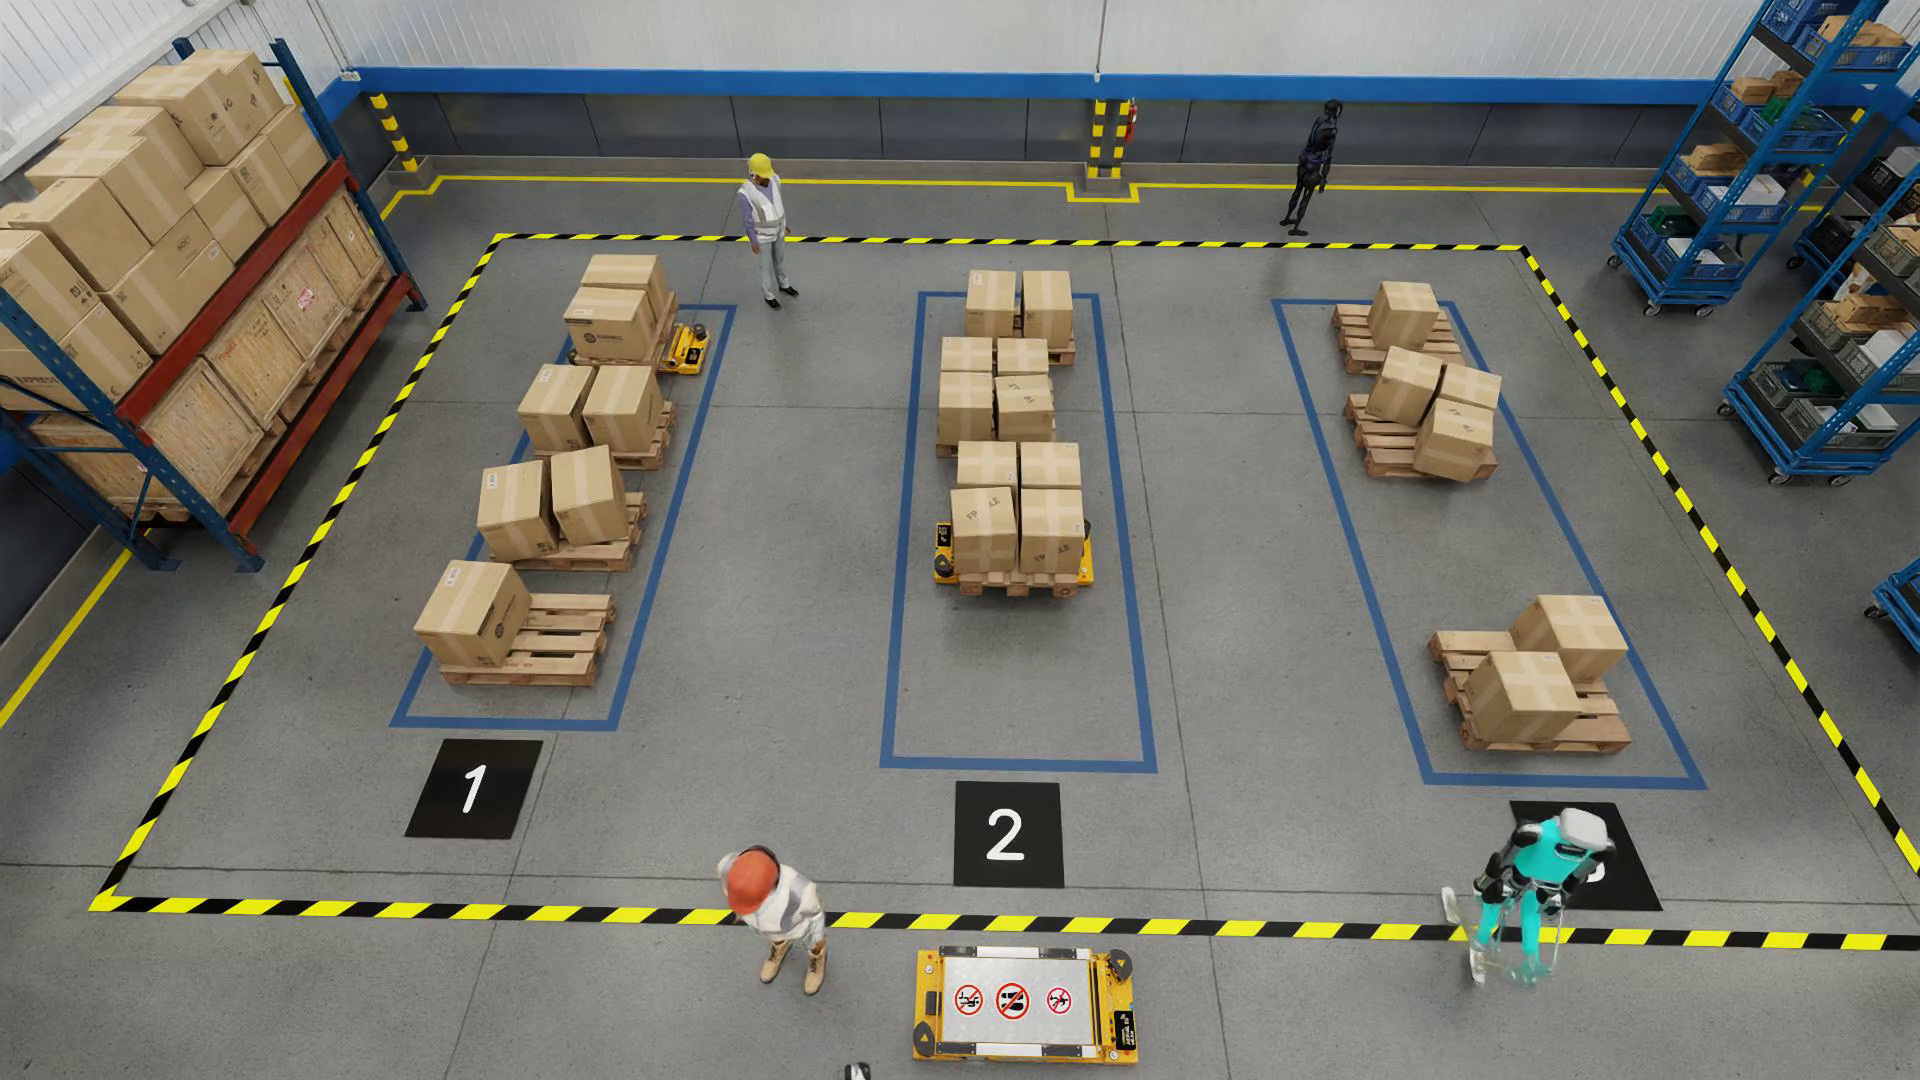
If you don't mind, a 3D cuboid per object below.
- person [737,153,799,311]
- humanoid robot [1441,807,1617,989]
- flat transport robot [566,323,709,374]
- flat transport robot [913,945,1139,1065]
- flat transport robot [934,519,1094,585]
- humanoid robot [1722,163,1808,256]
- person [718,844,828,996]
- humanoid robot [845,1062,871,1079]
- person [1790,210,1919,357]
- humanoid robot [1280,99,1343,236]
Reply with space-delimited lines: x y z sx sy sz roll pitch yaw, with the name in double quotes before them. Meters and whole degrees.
"person" -2.142 -3.474 10.315 0.403 1.823 0.588 30 57 22
"humanoid robot" 3.461 2.324 5.653 0.543 1.773 0.881 9 51 8
"flat transport robot" -3.584 -2.149 10.220 1.431 0.197 0.652 1 51 1
"flat transport robot" 0.422 3.041 6.007 1.431 0.231 0.659 1 51 1
"flat transport robot" 0.490 0.087 8.397 1.431 0.197 0.652 1 51 1
"humanoid robot" 9.839 -4.348 11.157 0.600 1.629 0.770 1 51 1
"person" -1.093 2.288 5.484 0.604 2.033 0.395 14 52 11
"humanoid robot" -0.693 3.257 4.890 0.676 1.809 0.546 -7 51 -5
"person" 9.693 -2.827 9.721 0.542 1.927 0.370 -25 55 -19
"humanoid robot" 4.359 -4.610 11.326 0.315 1.655 0.599 -7 51 -6
